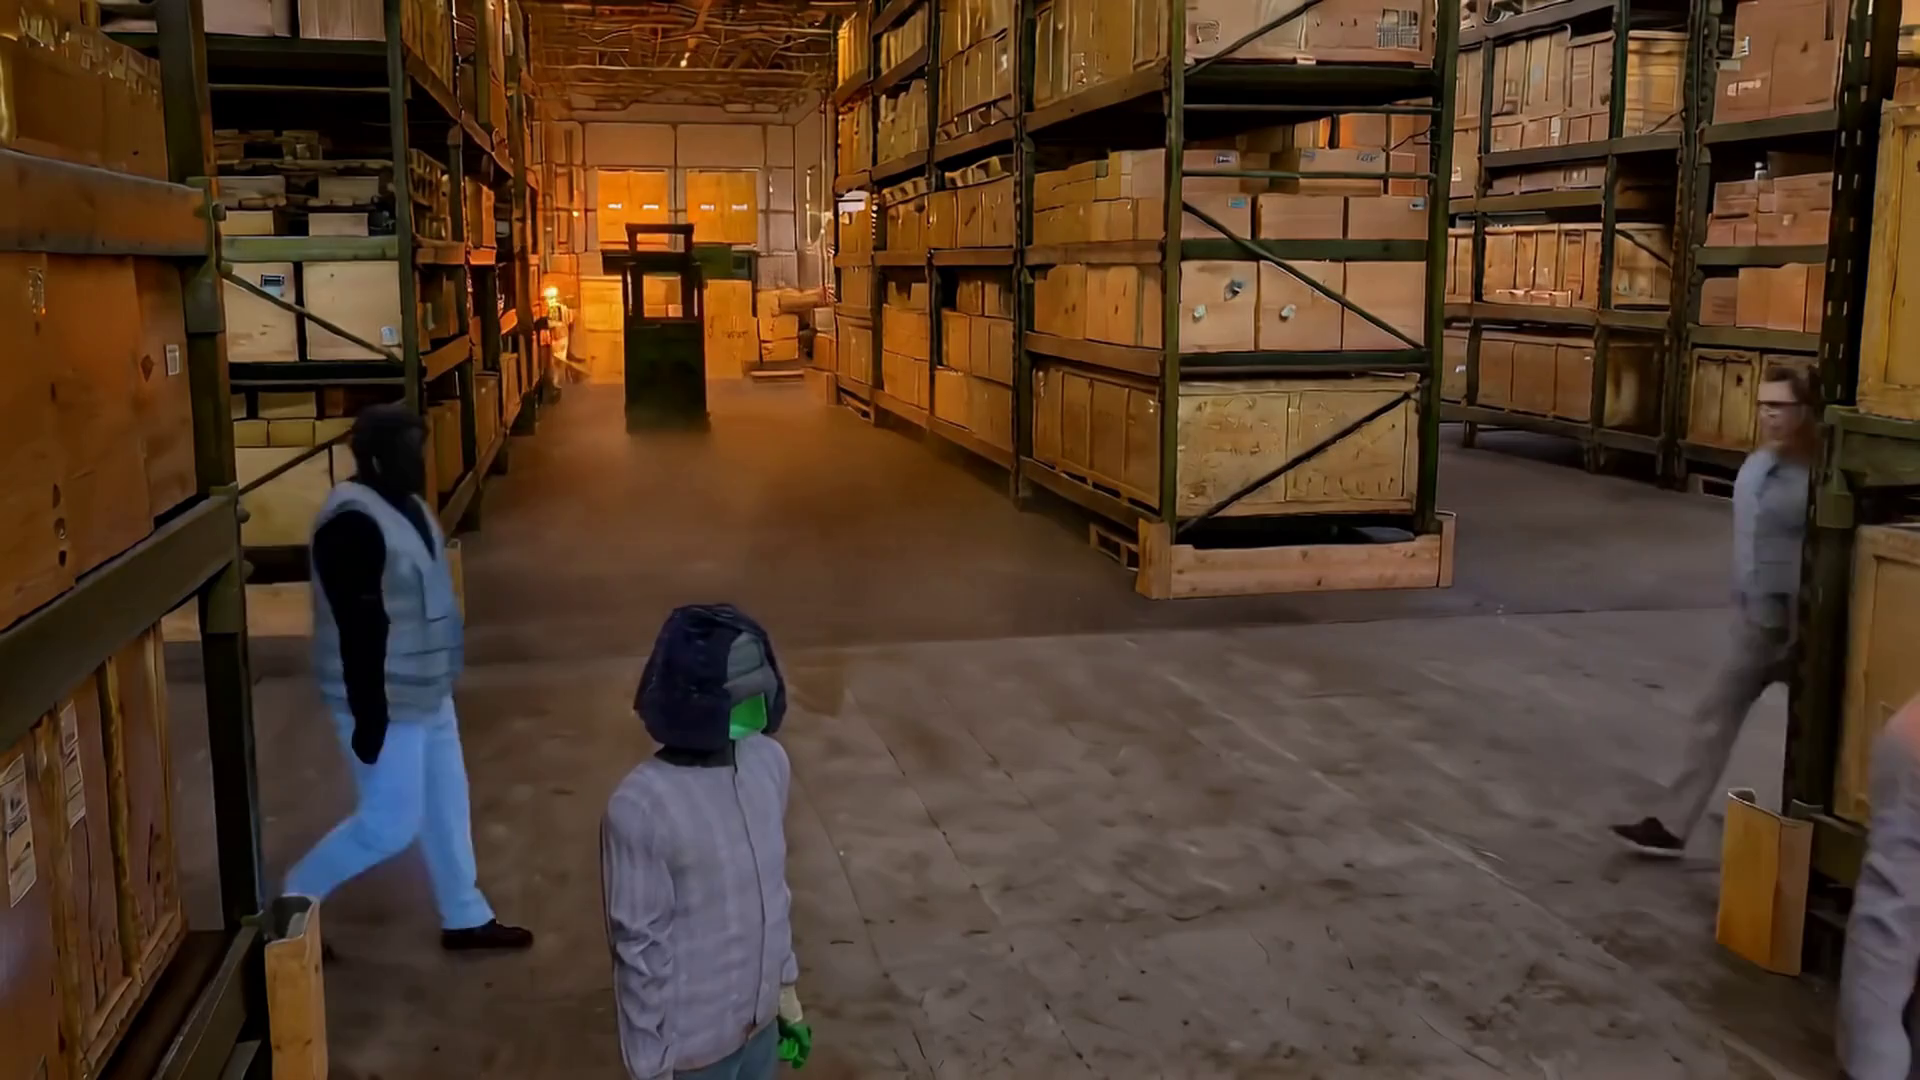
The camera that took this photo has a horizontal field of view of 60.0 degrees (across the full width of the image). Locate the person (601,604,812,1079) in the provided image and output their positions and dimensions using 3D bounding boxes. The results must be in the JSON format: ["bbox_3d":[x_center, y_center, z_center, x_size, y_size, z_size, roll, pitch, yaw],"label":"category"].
[{"bbox_3d":[-0.442,0.917,3.025,0.285,1.633,0.500,4,10,25],"label":"person"}]

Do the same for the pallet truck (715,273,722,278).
[{"bbox_3d":[-8.580,-8.986,62.280,1.885,1.965,0.823,1,9,5],"label":"pallet truck"}]

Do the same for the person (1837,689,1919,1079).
[{"bbox_3d":[1.836,0.857,2.719,0.664,1.852,0.986,-1,9,-3],"label":"person"}]

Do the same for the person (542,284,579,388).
[{"bbox_3d":[-7.340,-3.725,30.478,0.579,1.912,0.566,0,9,2],"label":"person"}]

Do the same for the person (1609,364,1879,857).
[{"bbox_3d":[2.885,0.310,6.027,0.925,1.870,0.647,-2,10,-15],"label":"person"}]

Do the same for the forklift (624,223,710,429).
[{"bbox_3d":[-4.142,-3.016,23.205,1.129,2.768,1.873,-2,10,-12],"label":"forklift"}]

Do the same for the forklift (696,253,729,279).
[{"bbox_3d":[-6.529,-6.416,43.934,1.129,2.768,1.873,-2,10,-12],"label":"forklift"}]

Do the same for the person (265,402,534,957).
[{"bbox_3d":[-1.791,0.474,5.165,0.729,1.818,0.649,0,9,1],"label":"person"}]
